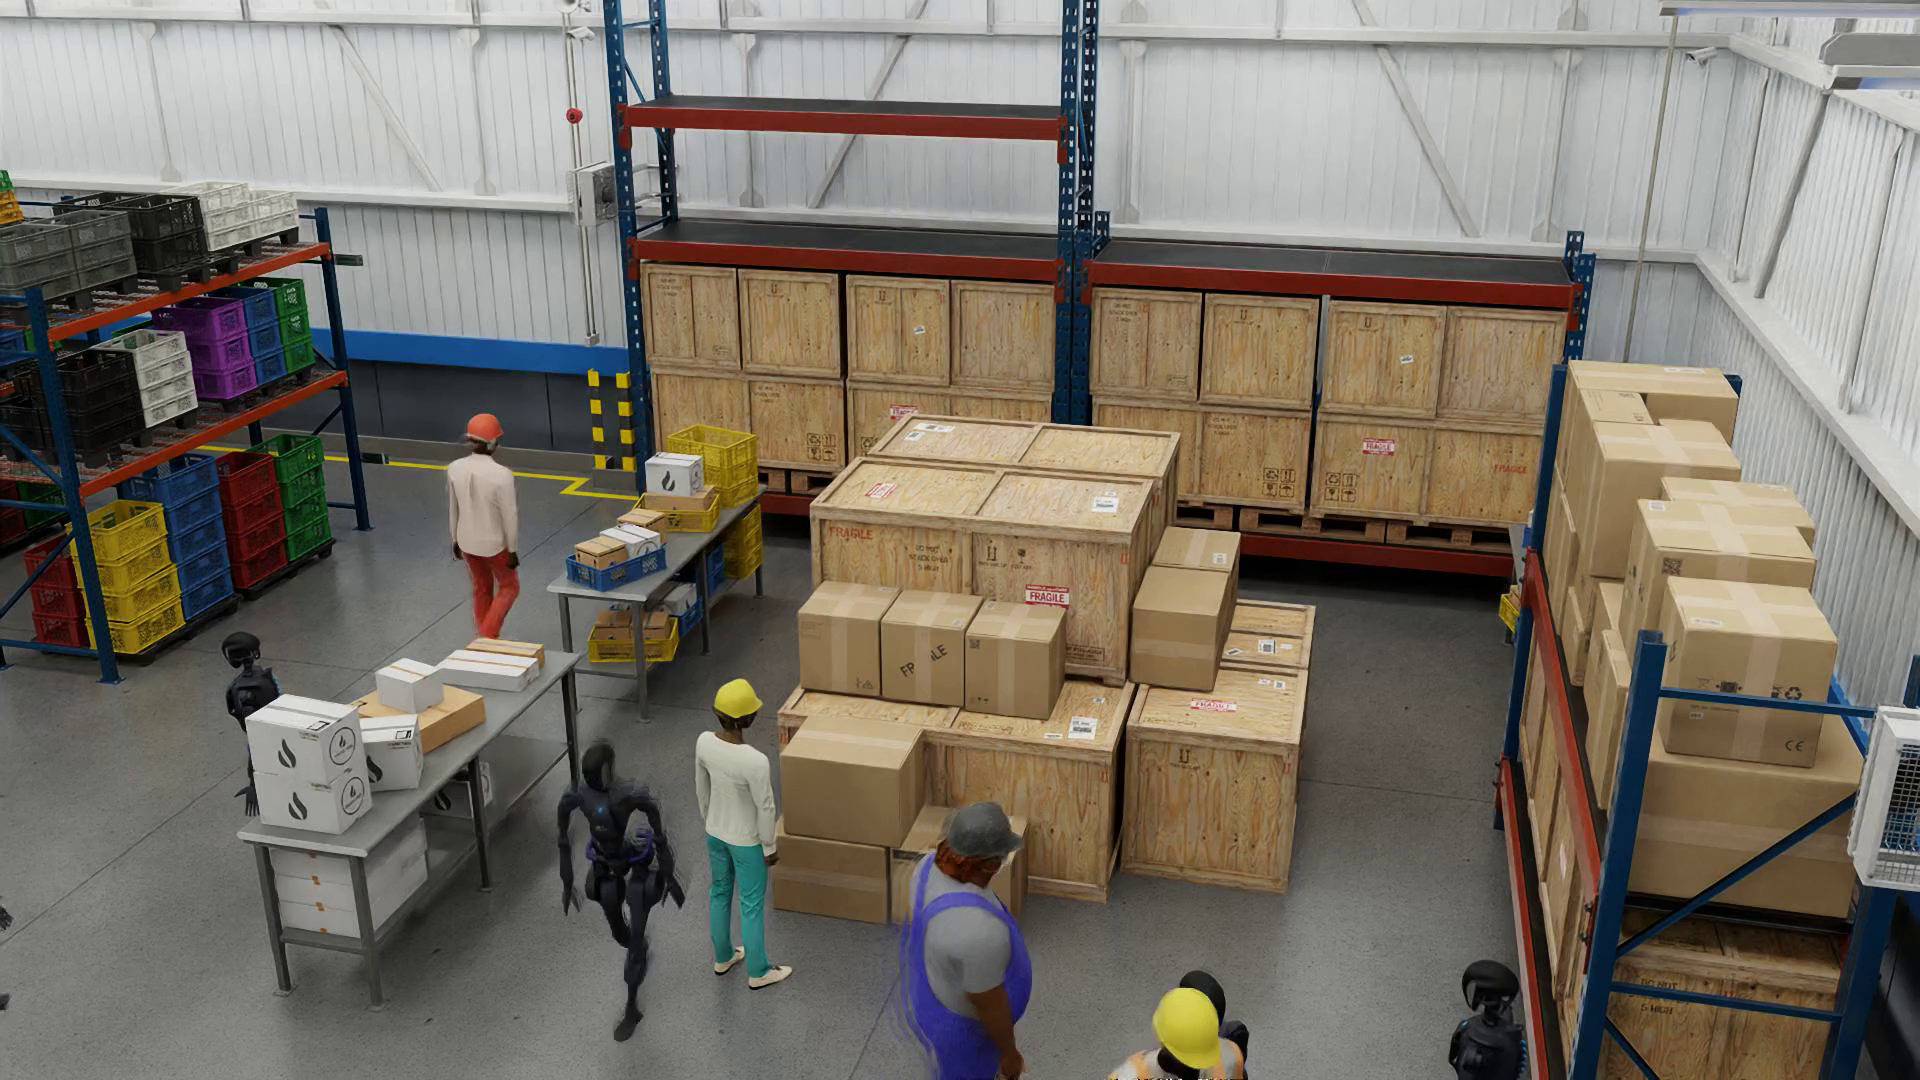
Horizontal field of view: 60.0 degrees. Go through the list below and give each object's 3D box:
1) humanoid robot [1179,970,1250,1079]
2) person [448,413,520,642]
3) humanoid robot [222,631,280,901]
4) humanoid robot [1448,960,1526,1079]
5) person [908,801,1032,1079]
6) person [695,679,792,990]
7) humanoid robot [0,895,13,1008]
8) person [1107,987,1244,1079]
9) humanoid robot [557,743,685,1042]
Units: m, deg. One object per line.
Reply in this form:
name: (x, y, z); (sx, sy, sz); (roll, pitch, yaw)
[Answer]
humanoid robot: (0.930, 2.447, 6.651); (0.601, 1.658, 0.327); (-12, 24, -29)
person: (-3.619, 0.027, 12.583); (0.632, 1.976, 0.635); (9, 23, 22)
humanoid robot: (-4.038, 1.299, 9.658); (0.321, 1.656, 0.606); (-6, 22, -16)
humanoid robot: (2.088, 2.425, 6.729); (0.359, 1.649, 0.561); (12, 24, 29)
person: (0.066, 2.028, 7.262); (0.568, 2.000, 0.707); (-6, 22, -16)
person: (-1.172, 1.558, 8.870); (0.525, 1.768, 0.327); (16, 26, 35)
humanoid robot: (-5.178, 1.868, 8.248); (0.549, 1.630, 0.767); (10, 23, 23)
person: (0.792, 2.466, 6.290); (0.605, 1.919, 0.448); (-9, 23, -23)
humanoid robot: (-1.762, 1.709, 8.668); (0.621, 1.621, 0.745); (3, 21, 8)
